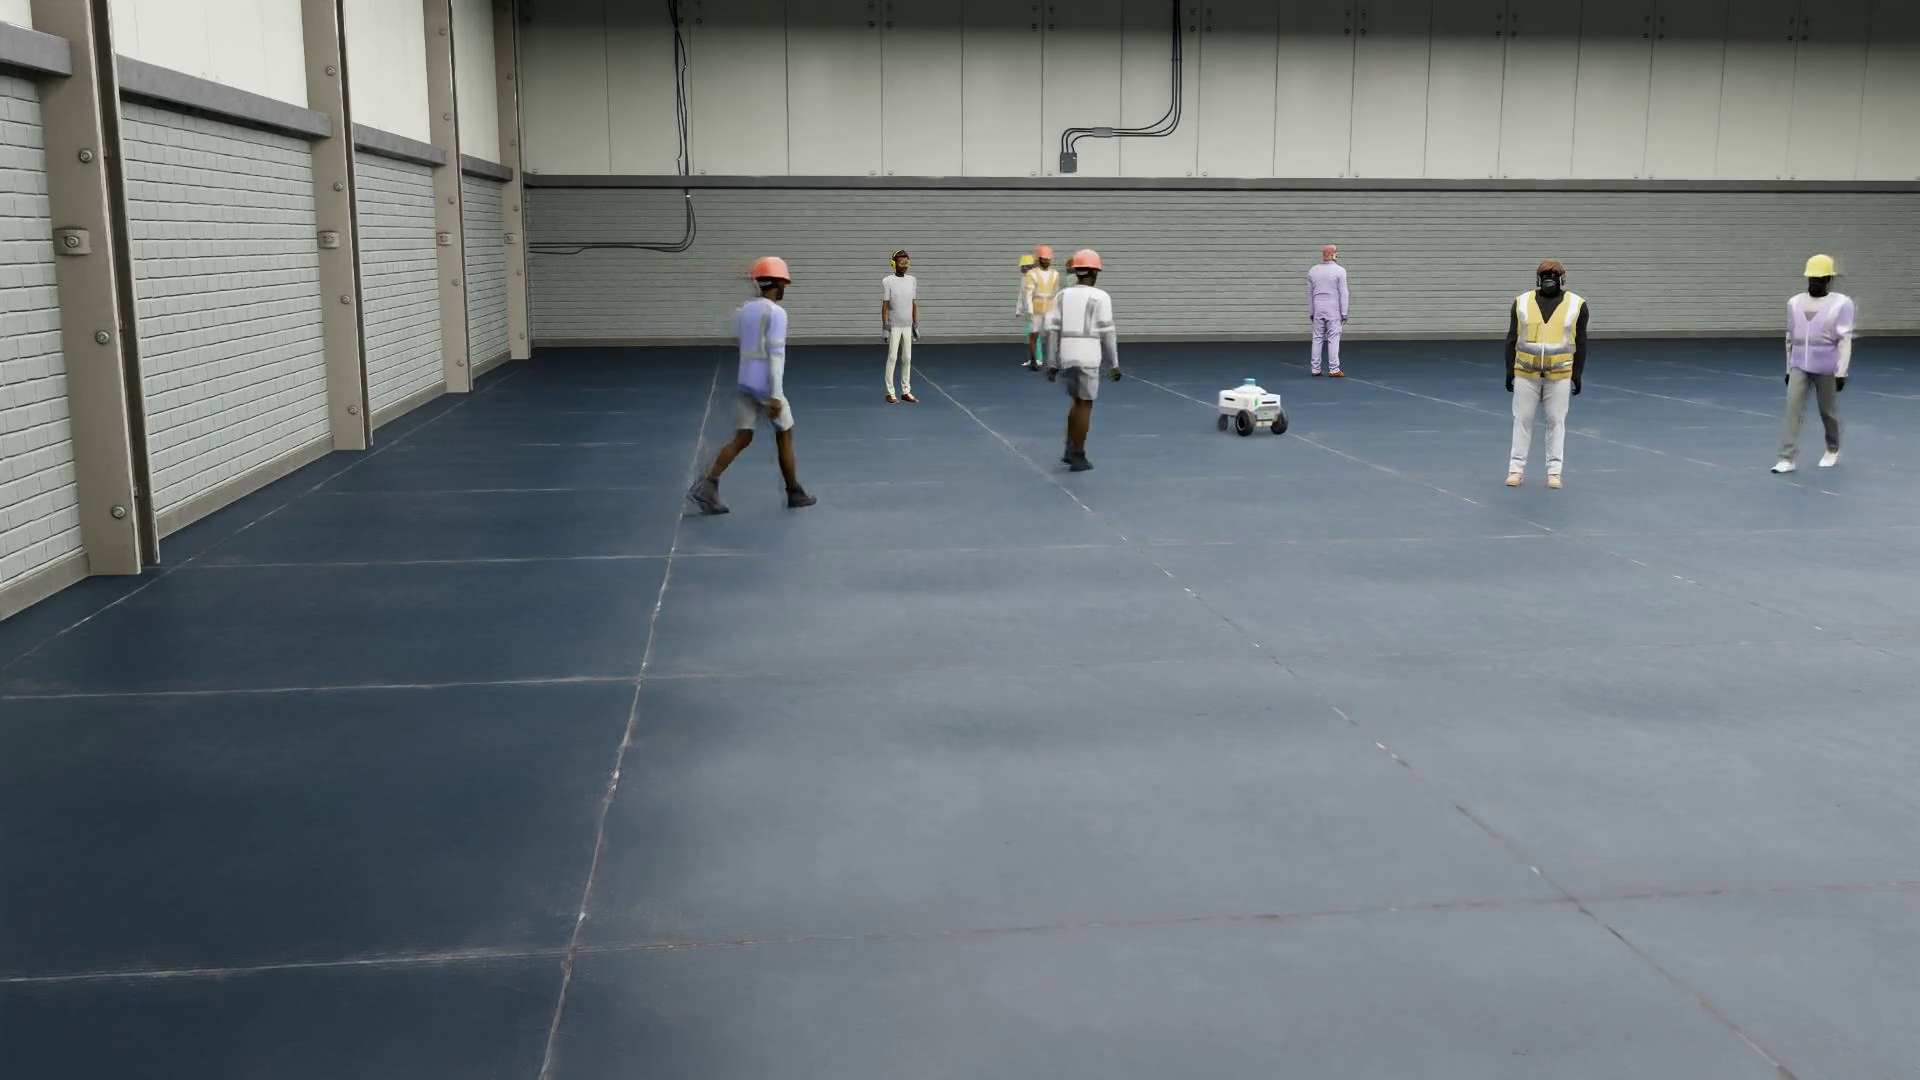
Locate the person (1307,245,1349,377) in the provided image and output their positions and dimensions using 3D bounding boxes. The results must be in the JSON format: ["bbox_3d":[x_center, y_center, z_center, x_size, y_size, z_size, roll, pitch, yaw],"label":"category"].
[{"bbox_3d":[5.334,-3.303,24.047,0.643,1.909,0.411,9,14,42],"label":"person"}]

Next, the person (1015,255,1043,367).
[{"bbox_3d":[1.085,-3.557,25.892,0.619,1.738,0.595,-5,12,-27],"label":"person"}]

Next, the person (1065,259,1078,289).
[{"bbox_3d":[2.121,-4.384,30.828,0.409,1.628,0.561,5,11,25],"label":"person"}]

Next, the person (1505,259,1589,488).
[{"bbox_3d":[4.723,-1.338,13.454,0.621,1.845,0.429,4,11,23],"label":"person"}]

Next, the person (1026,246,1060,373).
[{"bbox_3d":[1.236,-3.429,24.817,0.546,1.888,1.013,-2,11,-13],"label":"person"}]

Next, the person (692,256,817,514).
[{"bbox_3d":[-1.513,-1.129,12.220,0.971,1.888,0.594,-9,14,-41],"label":"person"}]

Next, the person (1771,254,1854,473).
[{"bbox_3d":[7.444,-1.530,14.424,1.013,1.879,0.598,-8,13,-38],"label":"person"}]

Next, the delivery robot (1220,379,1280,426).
[{"bbox_3d":[2.992,-1.422,17.184,0.477,0.478,0.707,-5,11,-24],"label":"delivery robot"}]

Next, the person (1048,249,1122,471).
[{"bbox_3d":[1.081,-1.557,14.463,0.578,1.913,0.552,9,13,39],"label":"person"}]

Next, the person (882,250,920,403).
[{"bbox_3d":[-0.726,-2.596,20.322,0.516,1.860,0.312,-8,13,-36],"label":"person"}]
